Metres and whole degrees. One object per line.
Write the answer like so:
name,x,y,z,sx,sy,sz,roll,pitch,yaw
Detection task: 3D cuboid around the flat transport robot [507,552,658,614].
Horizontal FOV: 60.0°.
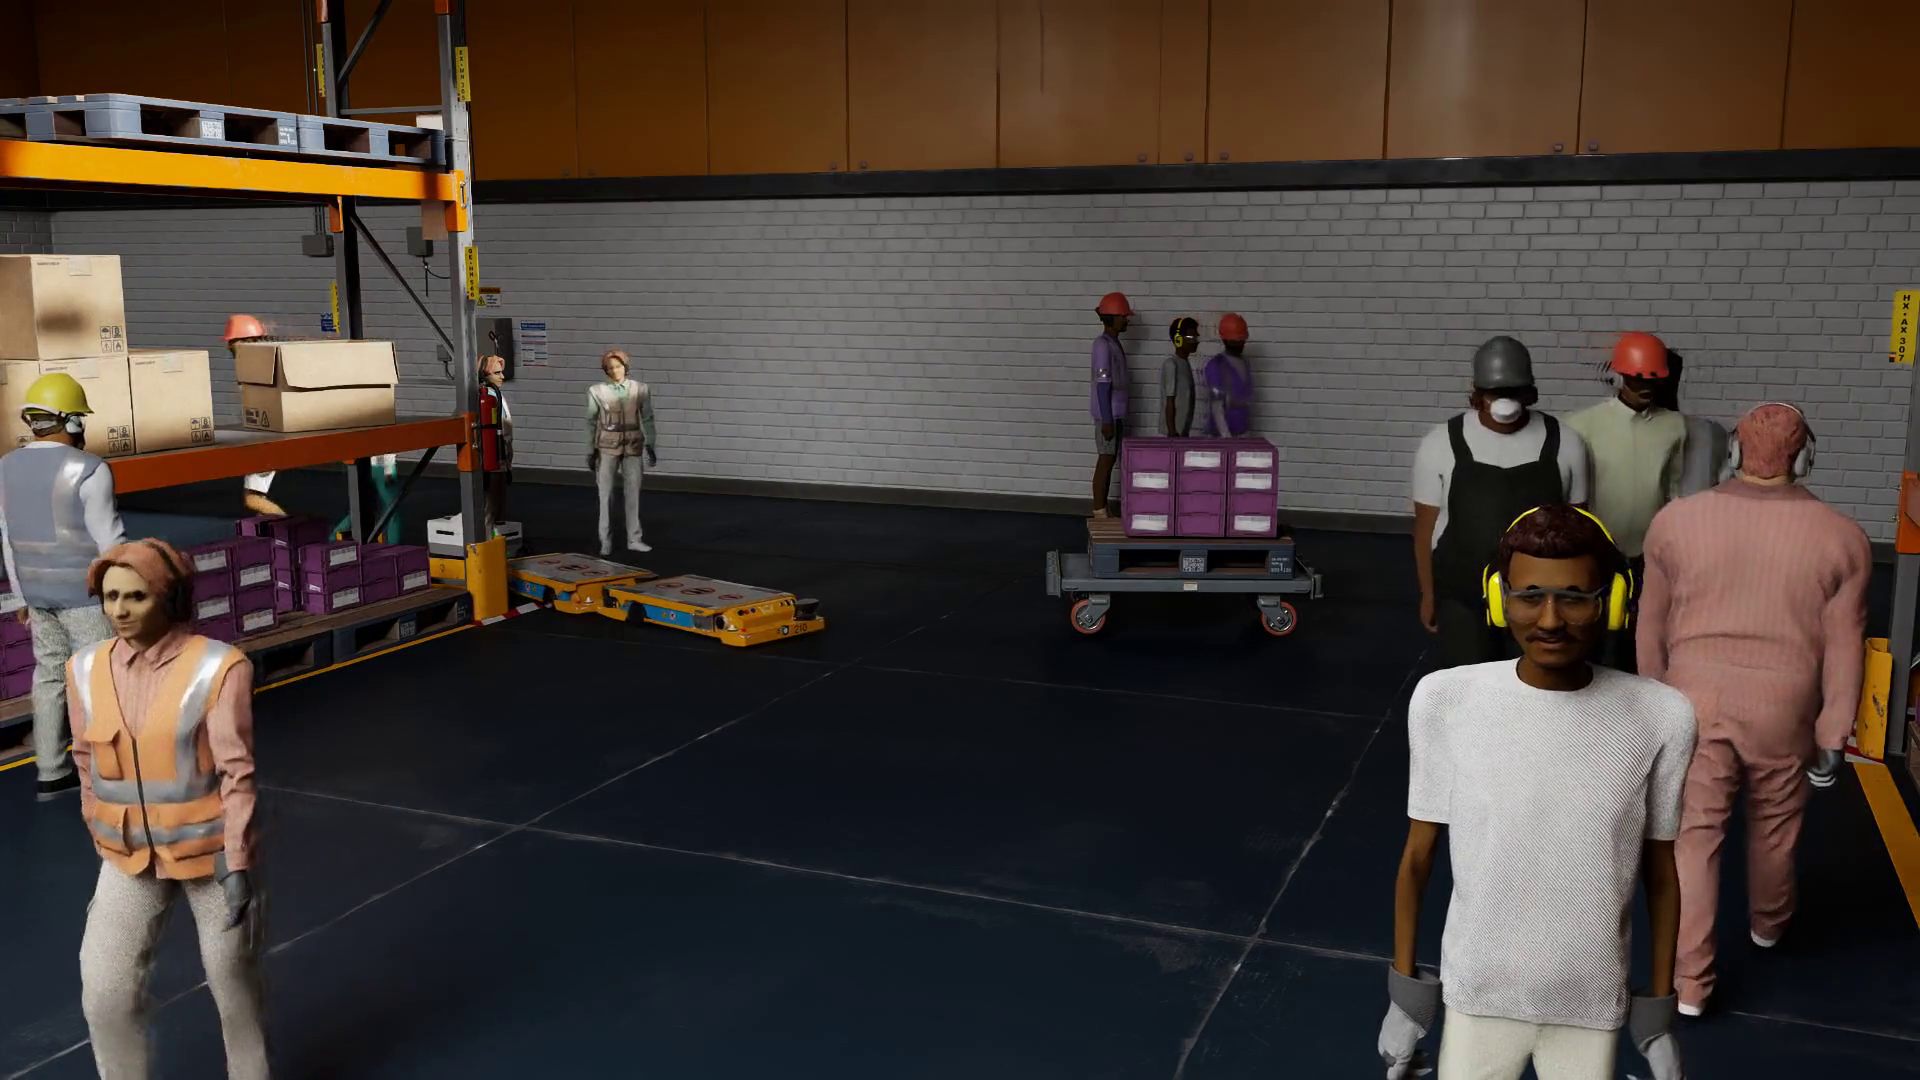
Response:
flat transport robot,-2.689,0.272,11.346,0.652,0.197,1.431,-9,13,-43

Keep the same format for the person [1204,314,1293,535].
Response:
person,2.294,-0.892,13.547,0.930,1.877,0.594,9,13,44

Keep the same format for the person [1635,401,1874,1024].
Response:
person,2.444,0.497,5.195,0.643,1.857,0.988,5,10,26

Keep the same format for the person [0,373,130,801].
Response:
person,-3.735,0.214,7.004,0.597,1.826,0.404,3,10,19

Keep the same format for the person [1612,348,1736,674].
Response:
person,3.392,0.055,7.798,0.659,1.896,1.085,-1,9,-4

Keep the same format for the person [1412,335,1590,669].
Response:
person,2.197,0.137,6.812,0.699,2.000,0.770,2,10,12

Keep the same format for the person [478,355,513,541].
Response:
person,-3.330,-0.490,11.821,0.308,1.641,0.515,1,9,4

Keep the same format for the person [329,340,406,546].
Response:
person,-4.251,-0.553,11.909,0.528,1.744,0.738,8,12,39

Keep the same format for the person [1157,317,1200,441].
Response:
person,1.725,-0.809,13.063,0.329,1.871,0.513,3,10,20

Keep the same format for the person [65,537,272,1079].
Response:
person,-1.936,0.808,4.036,0.527,1.617,0.655,1,9,5

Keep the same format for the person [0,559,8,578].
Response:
person,-6.497,-0.440,10.837,0.413,1.866,0.577,-8,13,-41

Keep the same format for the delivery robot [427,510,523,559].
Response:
delivery robot,-3.526,-0.037,12.074,0.707,0.478,0.477,5,11,30

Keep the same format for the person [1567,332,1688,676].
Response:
person,3.046,0.043,7.587,0.592,1.966,0.623,0,9,-2

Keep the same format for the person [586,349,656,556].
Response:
person,-2.658,-0.679,13.018,0.542,1.617,0.360,-5,10,-25

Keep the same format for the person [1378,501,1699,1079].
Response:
person,1.033,0.851,3.005,0.532,1.869,0.310,2,10,14

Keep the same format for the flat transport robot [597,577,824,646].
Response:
flat transport robot,-1.581,0.422,10.433,1.431,0.197,0.652,8,12,41

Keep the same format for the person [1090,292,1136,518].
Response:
person,1.300,-1.079,14.172,0.373,2.043,0.614,2,10,13

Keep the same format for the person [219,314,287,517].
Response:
person,-5.082,-0.683,12.145,0.518,1.918,0.566,-6,11,-33
